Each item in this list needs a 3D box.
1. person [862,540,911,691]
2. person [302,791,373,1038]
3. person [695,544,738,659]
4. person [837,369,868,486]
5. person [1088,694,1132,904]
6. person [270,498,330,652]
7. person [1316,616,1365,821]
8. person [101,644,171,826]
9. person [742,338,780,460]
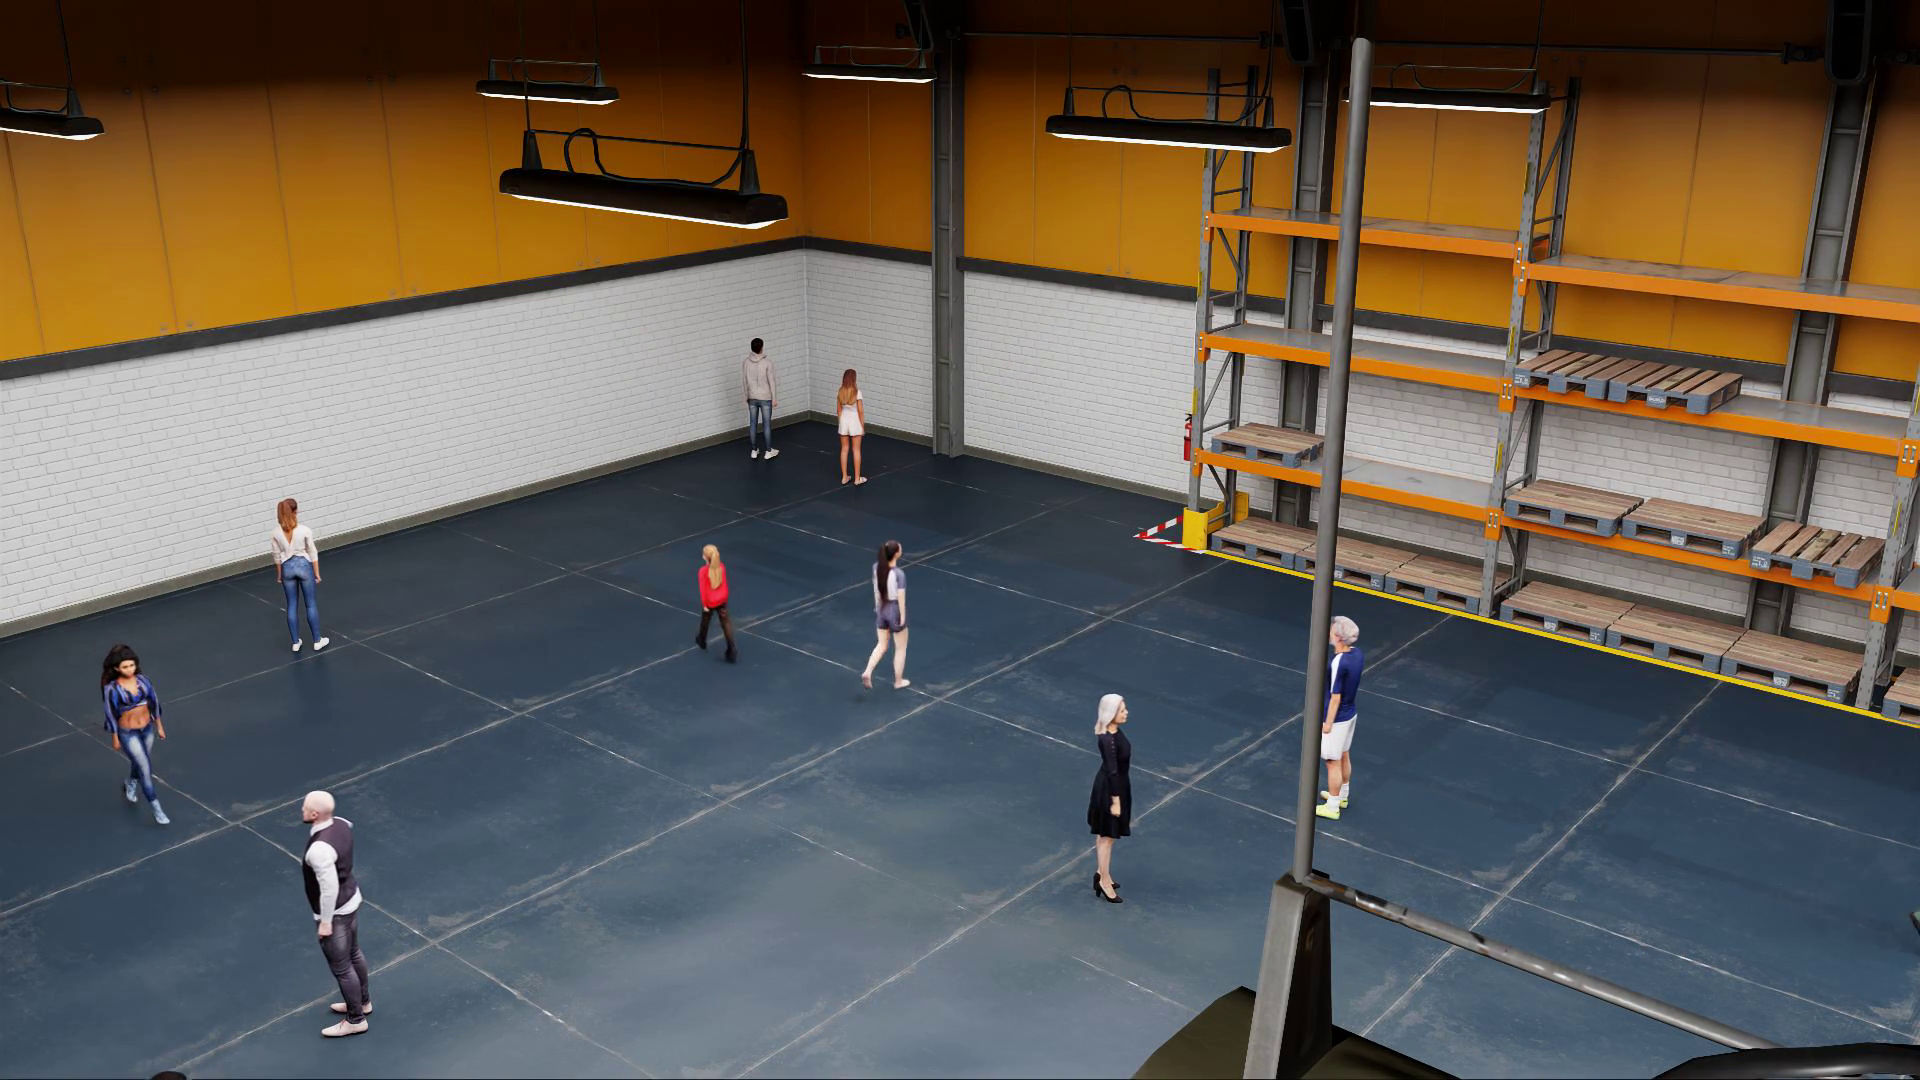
[{"bbox_3d":[-0.763,0.799,16.977,0.765,1.635,0.664,14,23,36],"label":"person"},{"bbox_3d":[-4.308,2.557,11.466,0.829,1.822,0.763,-2,19,-6],"label":"person"},{"bbox_3d":[-2.603,0.683,17.925,0.671,1.251,0.983,-12,22,-32],"label":"person"},{"bbox_3d":[-1.594,-1.656,24.173,0.573,1.696,0.686,8,20,23],"label":"person"},{"bbox_3d":[1.200,2.022,13.171,0.746,1.746,0.706,1,19,3],"label":"person"},{"bbox_3d":[-7.218,0.370,18.119,0.680,1.719,0.739,-2,19,-5],"label":"person"},{"bbox_3d":[3.302,1.529,14.492,0.591,1.839,0.659,12,22,31],"label":"person"},{"bbox_3d":[-7.192,1.673,14.455,1.026,1.588,0.654,13,23,34],"label":"person"},{"bbox_3d":[-3.080,-2.180,25.482,0.680,1.853,0.812,4,19,12],"label":"person"}]
